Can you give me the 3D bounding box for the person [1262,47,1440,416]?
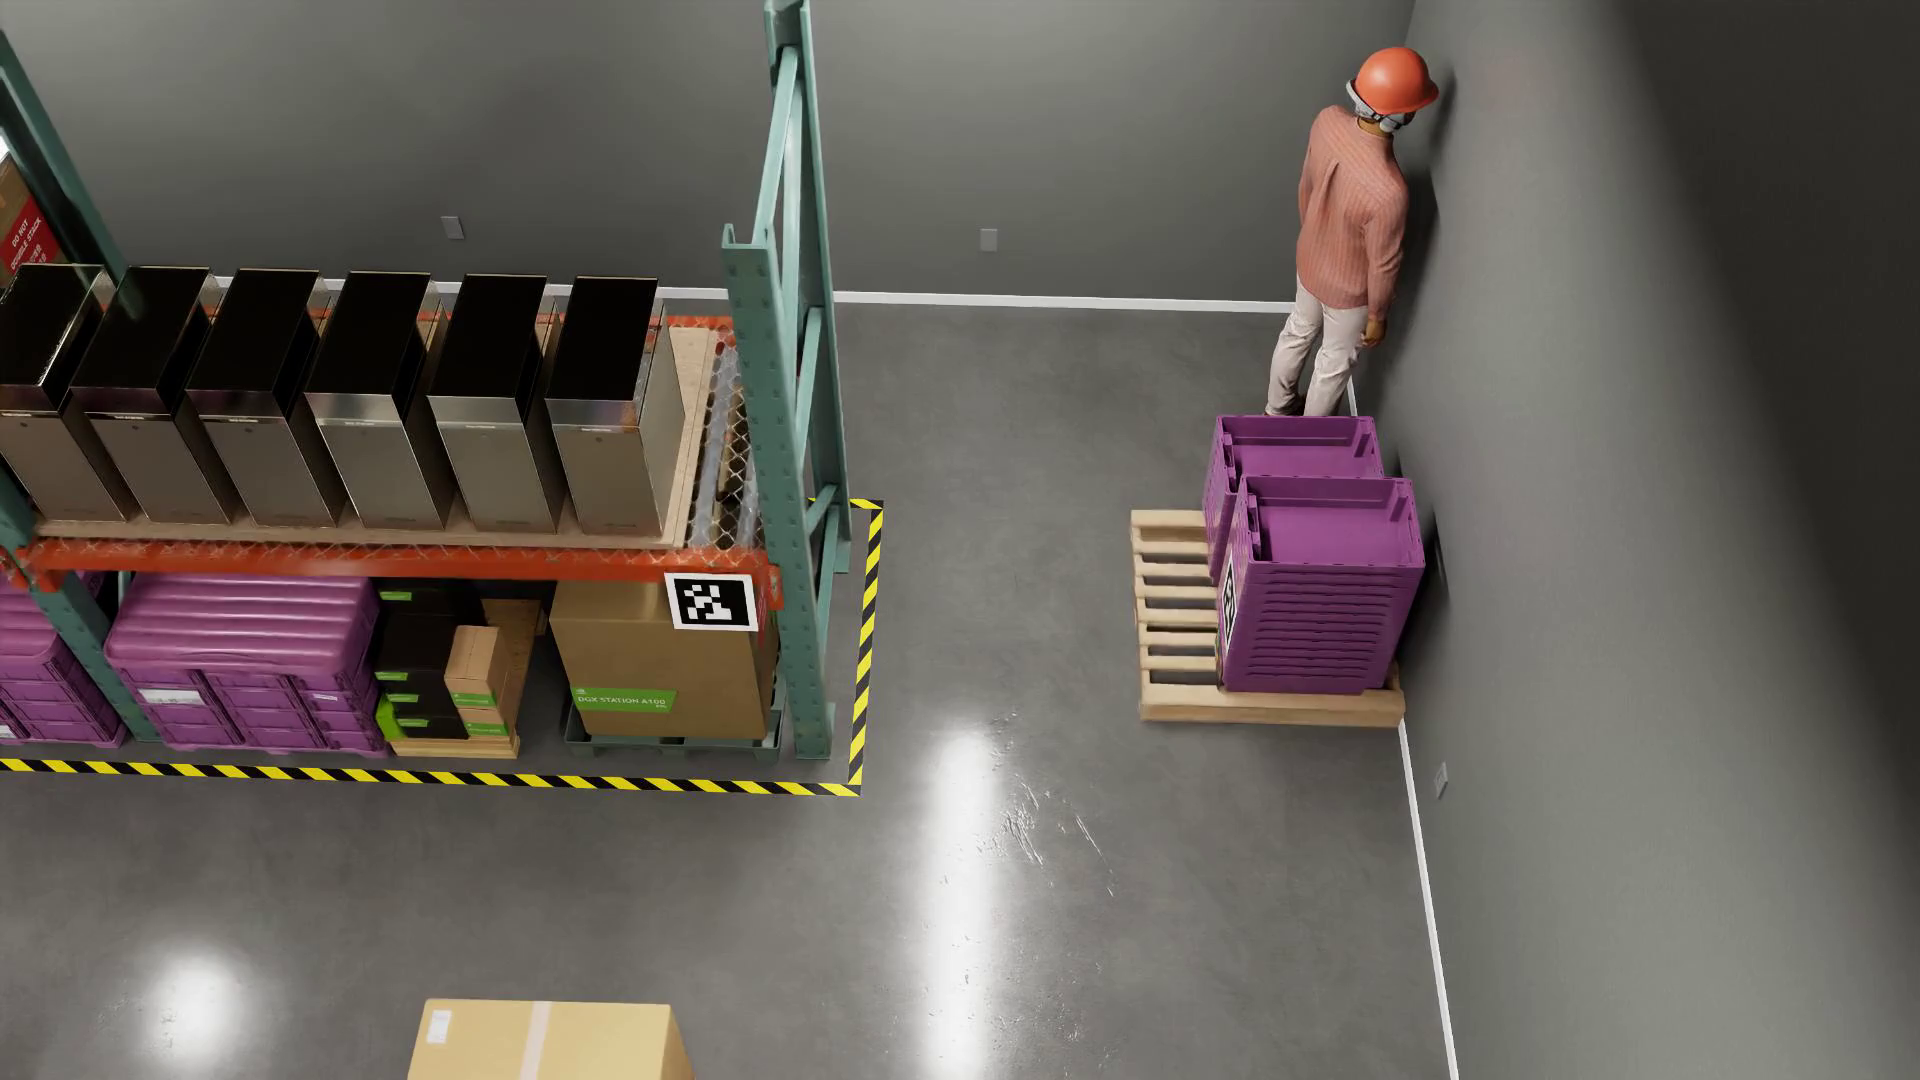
[{"bbox_3d":[1.501,-1.052,6.486,0.378,1.995,0.612,-18,54,-14],"label":"person"}]
